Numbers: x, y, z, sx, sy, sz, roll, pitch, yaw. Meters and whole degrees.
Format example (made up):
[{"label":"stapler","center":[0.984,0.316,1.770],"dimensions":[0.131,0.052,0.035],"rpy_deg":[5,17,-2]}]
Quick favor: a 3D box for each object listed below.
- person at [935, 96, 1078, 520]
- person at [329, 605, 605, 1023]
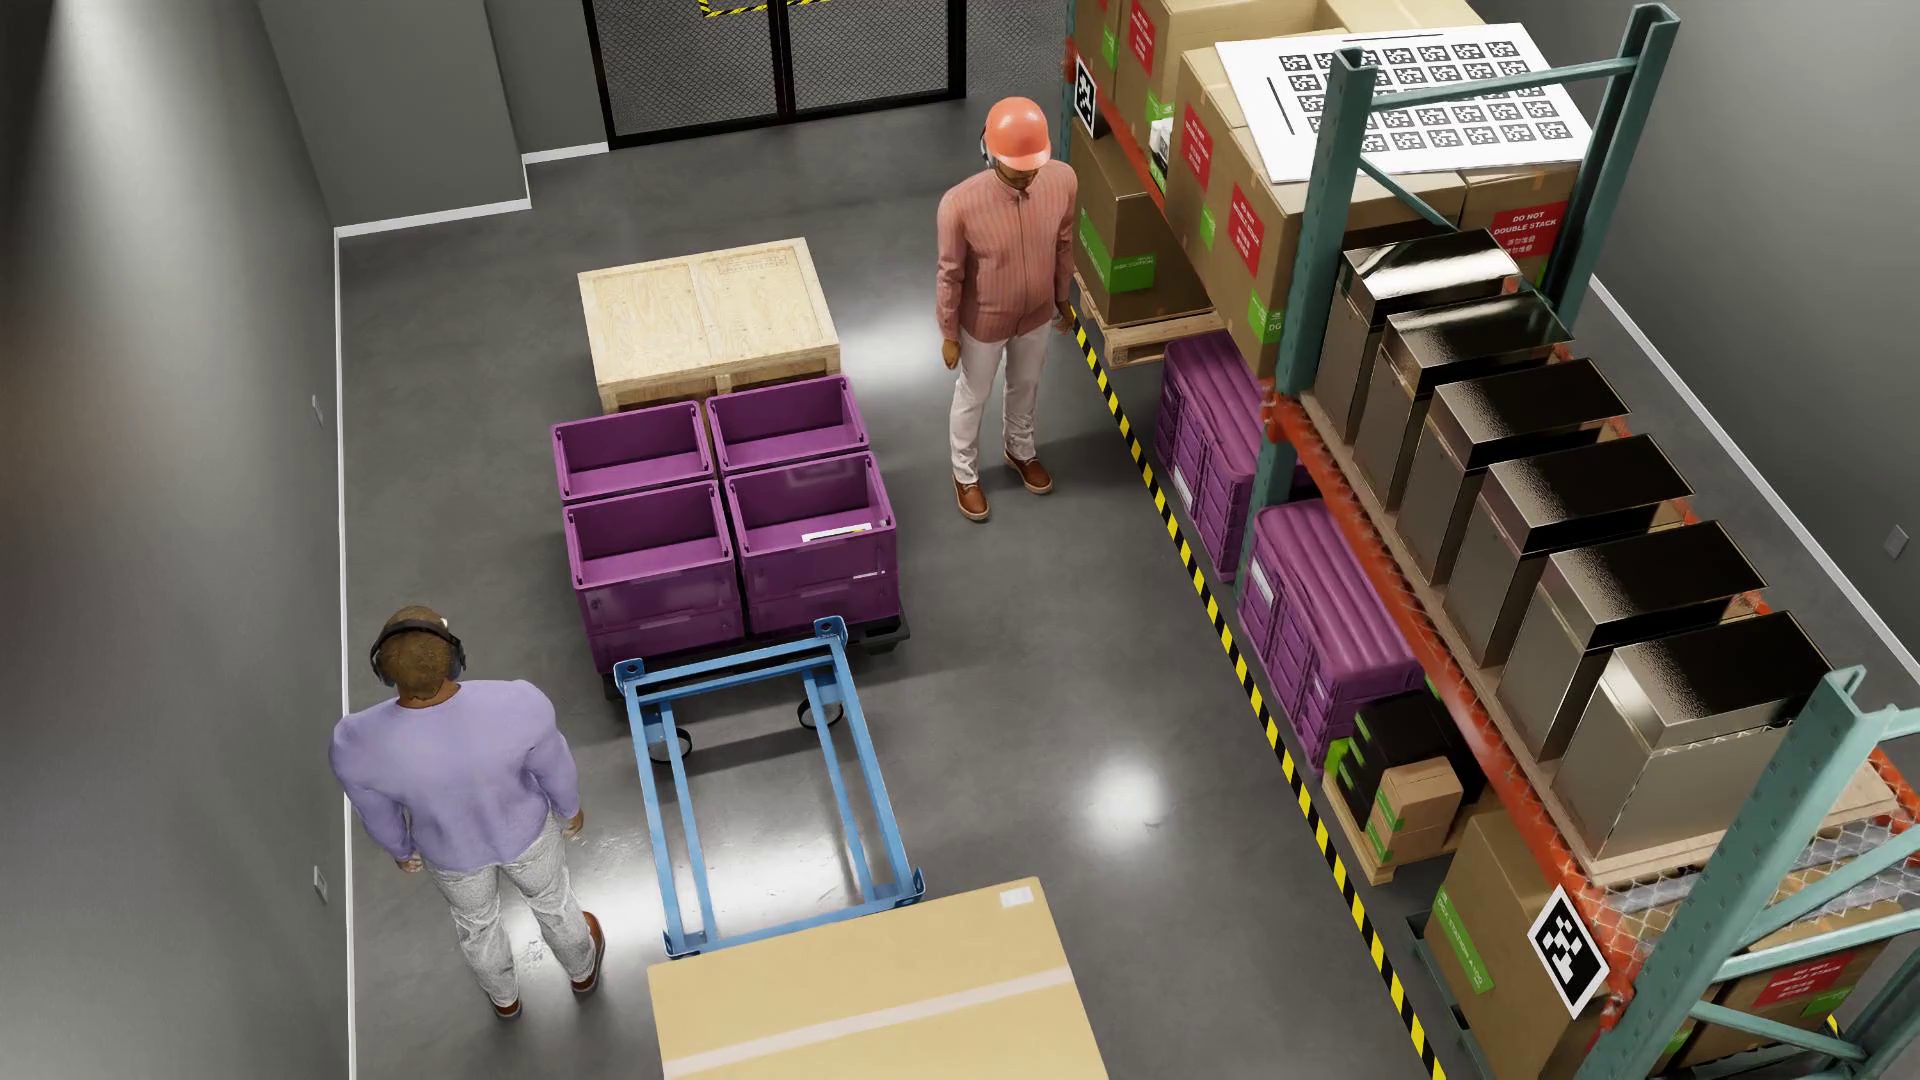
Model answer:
[{"label":"person","center":[0.199,-0.909,6.684],"dimensions":[0.618,1.993,0.396],"rpy_deg":[-22,51,-19]},{"label":"person","center":[-1.458,0.874,5.084],"dimensions":[0.631,1.940,0.372],"rpy_deg":[-13,49,-12]}]
